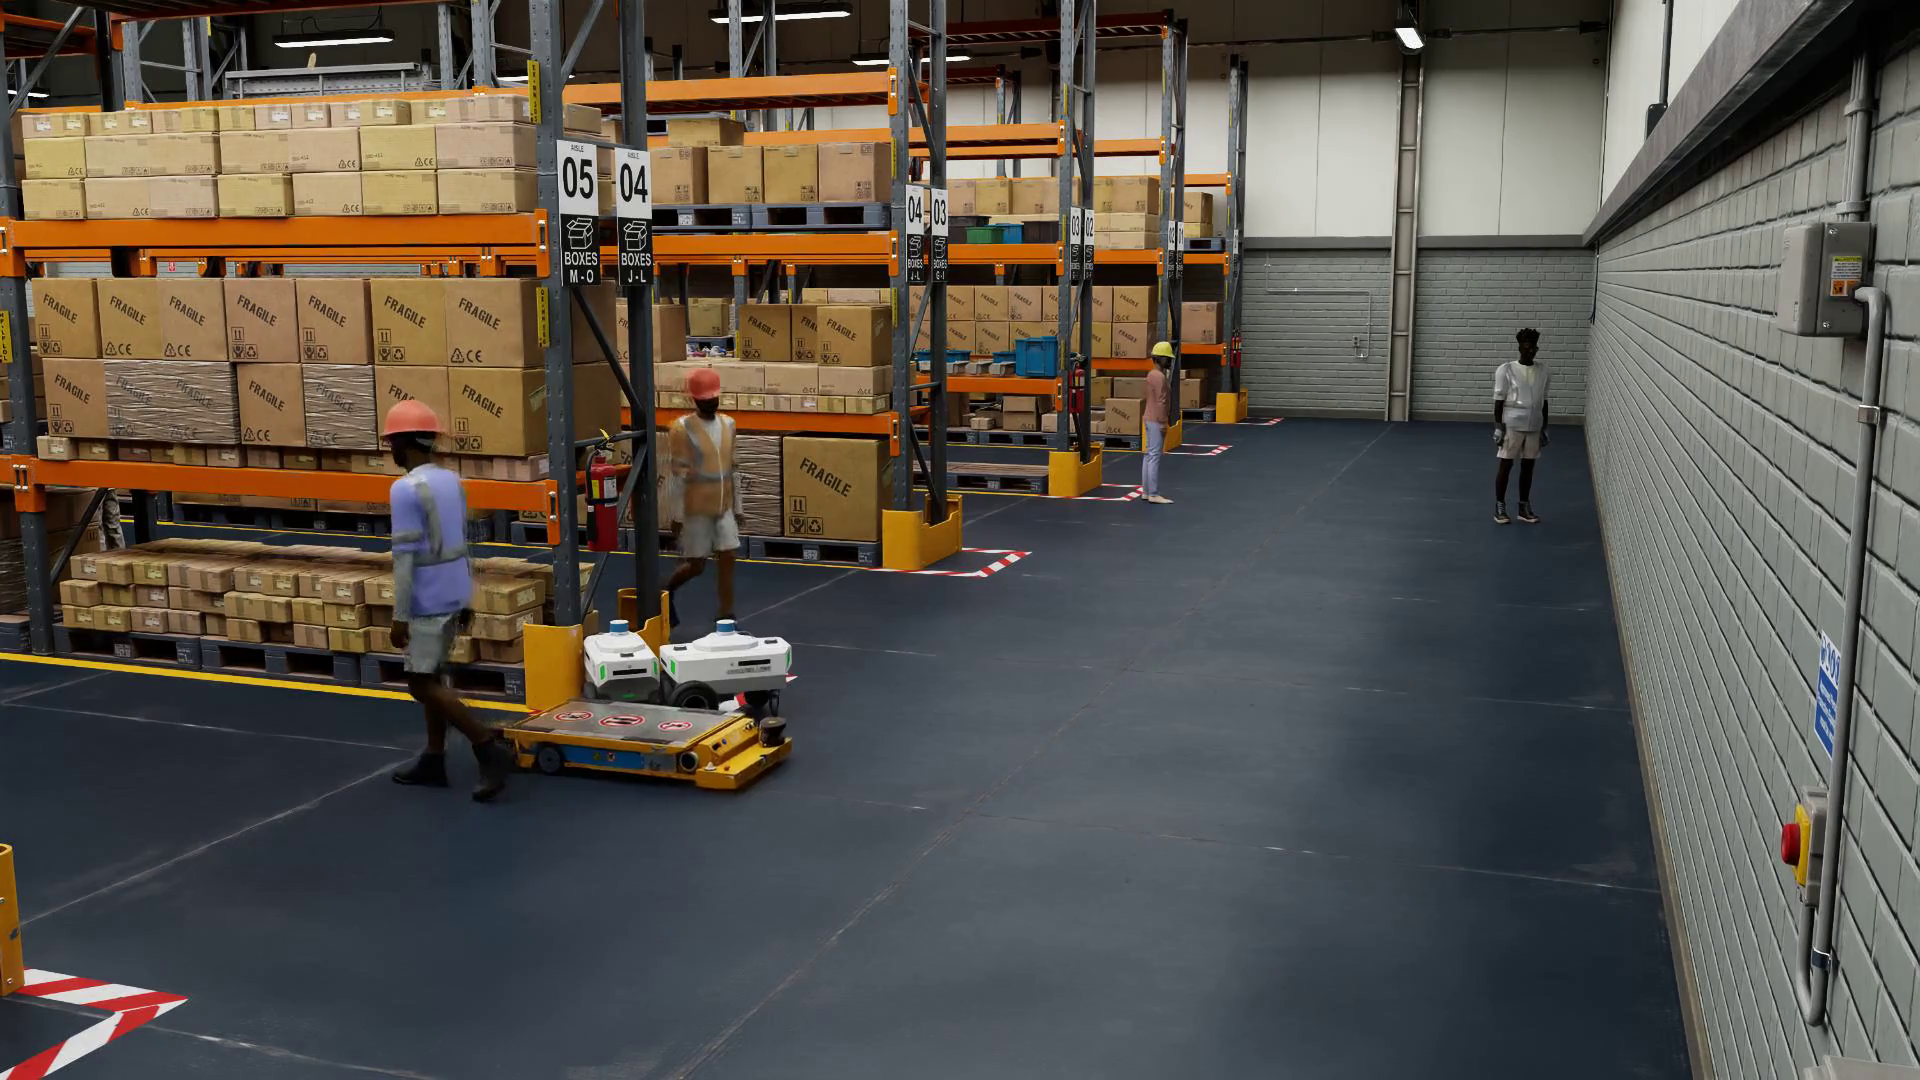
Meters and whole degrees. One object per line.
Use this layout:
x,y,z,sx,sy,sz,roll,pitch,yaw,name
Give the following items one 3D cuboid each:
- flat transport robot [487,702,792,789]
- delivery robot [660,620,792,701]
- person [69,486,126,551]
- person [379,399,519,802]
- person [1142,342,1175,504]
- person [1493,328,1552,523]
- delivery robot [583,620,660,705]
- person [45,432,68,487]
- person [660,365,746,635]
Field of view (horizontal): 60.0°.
-1.642,1.018,8.473,1.431,0.197,0.652,3,10,19,flat transport robot
-1.311,0.691,9.339,0.707,0.478,0.477,-3,10,-20,delivery robot
-6.770,-0.384,13.002,0.318,1.630,0.513,1,9,6,person
-2.471,0.285,7.954,0.667,1.913,0.582,1,9,7,person
2.172,-1.279,18.175,0.329,1.763,0.523,-1,9,-6,person
5.647,-1.146,16.705,0.610,1.964,0.366,-2,9,-10,person
-1.906,0.692,9.333,0.477,0.478,0.707,-3,10,-19,delivery robot
-8.348,-0.877,15.653,0.318,1.766,0.534,4,10,21,person
-1.765,-0.241,11.258,0.756,1.907,0.581,7,12,38,person
